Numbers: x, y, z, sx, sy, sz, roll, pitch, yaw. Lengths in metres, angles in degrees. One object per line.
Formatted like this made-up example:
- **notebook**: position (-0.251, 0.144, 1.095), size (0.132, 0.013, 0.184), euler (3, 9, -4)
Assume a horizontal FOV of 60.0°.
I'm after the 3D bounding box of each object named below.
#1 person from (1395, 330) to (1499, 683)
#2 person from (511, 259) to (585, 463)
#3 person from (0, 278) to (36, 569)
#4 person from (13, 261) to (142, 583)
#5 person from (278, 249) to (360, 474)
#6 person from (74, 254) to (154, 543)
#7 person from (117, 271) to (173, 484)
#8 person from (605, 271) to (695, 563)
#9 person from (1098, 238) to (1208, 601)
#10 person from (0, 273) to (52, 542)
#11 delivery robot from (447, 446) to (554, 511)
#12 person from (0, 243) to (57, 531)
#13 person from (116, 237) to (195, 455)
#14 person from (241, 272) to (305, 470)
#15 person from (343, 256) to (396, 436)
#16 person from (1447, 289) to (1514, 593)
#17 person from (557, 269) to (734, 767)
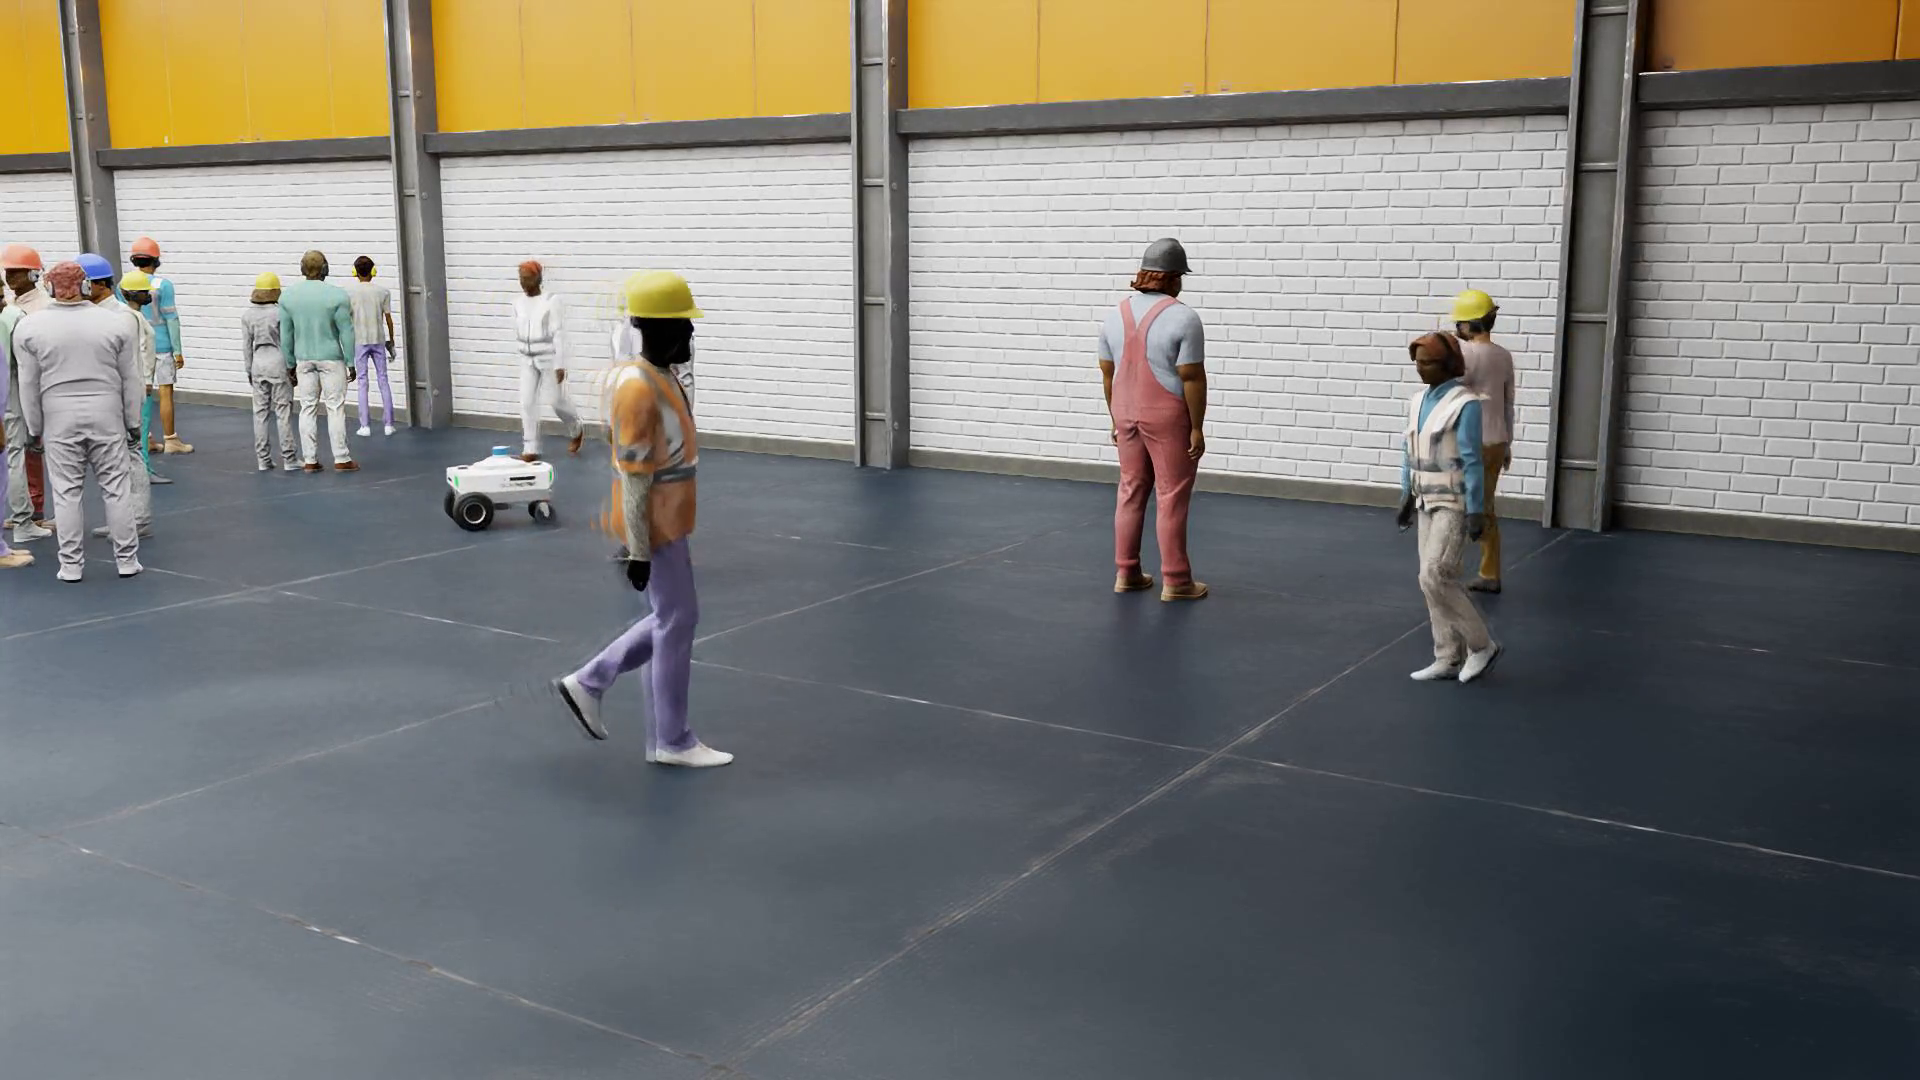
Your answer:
- **person**: position (2.195, -0.143, 7.595), size (0.348, 1.618, 0.513), euler (-2, 10, -11)
- **person**: position (-3.776, -1.628, 15.185), size (0.591, 1.856, 0.861), euler (4, 11, 20)
- **person**: position (-5.968, -0.724, 10.229), size (0.359, 1.834, 0.524), euler (-8, 13, -38)
- **person**: position (-5.208, -0.695, 9.877), size (0.642, 1.902, 0.410), euler (-6, 12, -30)
- **person**: position (-5.548, -1.537, 14.426), size (0.634, 1.939, 0.354), euler (0, 10, 2)
- **person**: position (-5.716, -0.950, 11.203), size (0.624, 1.933, 0.421), euler (9, 13, 39)
- **person**: position (-6.805, -1.345, 13.845), size (0.315, 1.769, 0.523), euler (-6, 12, -32)
- **person**: position (-1.948, -0.754, 10.386), size (0.590, 1.833, 0.404), euler (3, 11, 15)
- **person**: position (1.152, -0.687, 9.439), size (0.538, 2.000, 0.689), euler (-10, 14, -44)
- **person**: position (-6.477, -0.931, 11.131), size (0.596, 1.916, 0.372), euler (0, 10, -1)
- **delivery robot**: position (-3.263, -0.421, 11.824), size (0.707, 0.478, 0.477), euler (-5, 11, -25)
- **person**: position (-6.474, -1.057, 11.611), size (0.612, 1.997, 0.376), euler (3, 11, 16)
- **person**: position (-7.587, -1.814, 15.673), size (0.608, 2.044, 0.379), euler (2, 11, 13)
- **person**: position (-6.064, -1.485, 14.680), size (0.485, 1.744, 0.309), euler (2, 10, 11)
- **person**: position (-6.136, -2.010, 17.264), size (0.523, 1.863, 0.334), euler (-5, 11, -24)
- **person**: position (2.904, -0.538, 9.403), size (0.521, 1.748, 0.394), euler (-9, 14, -42)
- **person**: position (-1.214, -0.064, 6.328), size (0.593, 1.915, 0.593), euler (-1, 10, -4)
